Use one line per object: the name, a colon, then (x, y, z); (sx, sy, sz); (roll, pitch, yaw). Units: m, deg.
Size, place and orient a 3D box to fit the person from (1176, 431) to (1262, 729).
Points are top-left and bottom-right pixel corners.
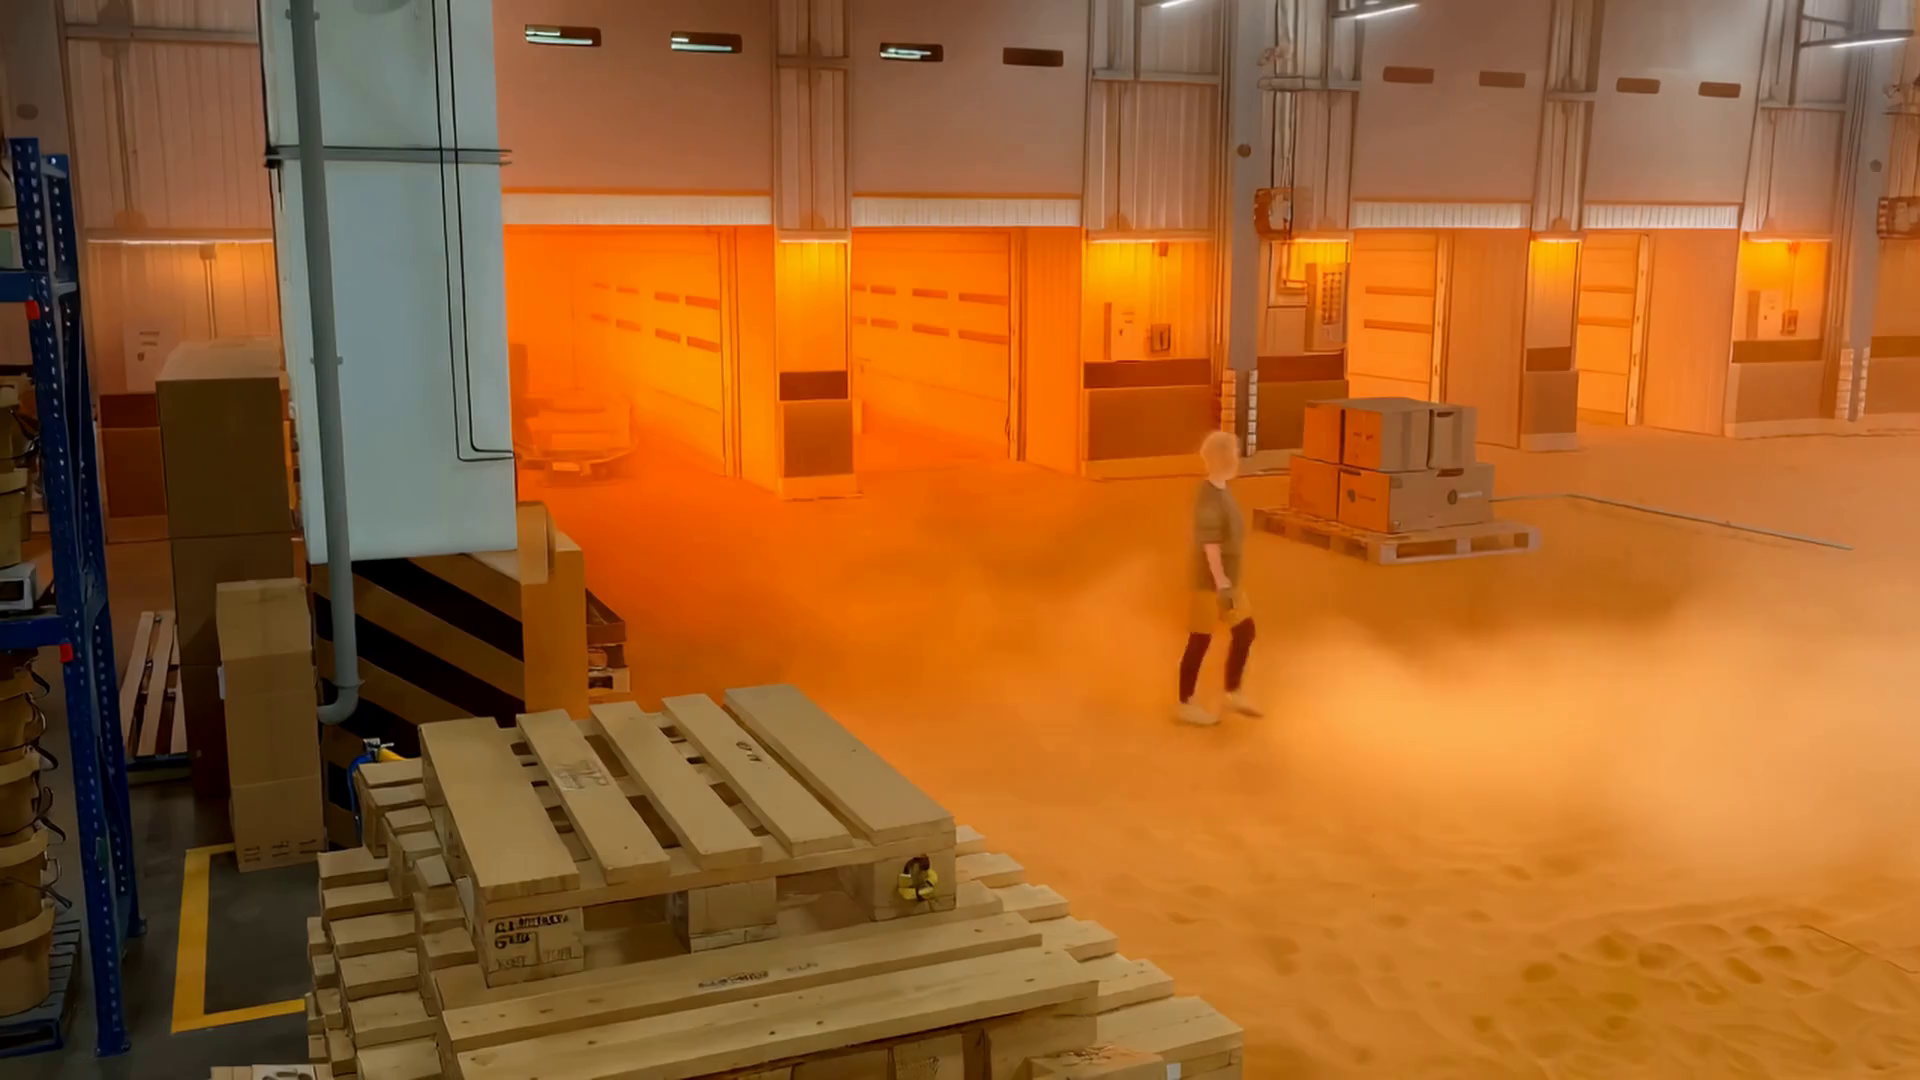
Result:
person: (1.470, 0.239, 9.188); (0.582, 1.679, 0.541); (5, 11, 26)
